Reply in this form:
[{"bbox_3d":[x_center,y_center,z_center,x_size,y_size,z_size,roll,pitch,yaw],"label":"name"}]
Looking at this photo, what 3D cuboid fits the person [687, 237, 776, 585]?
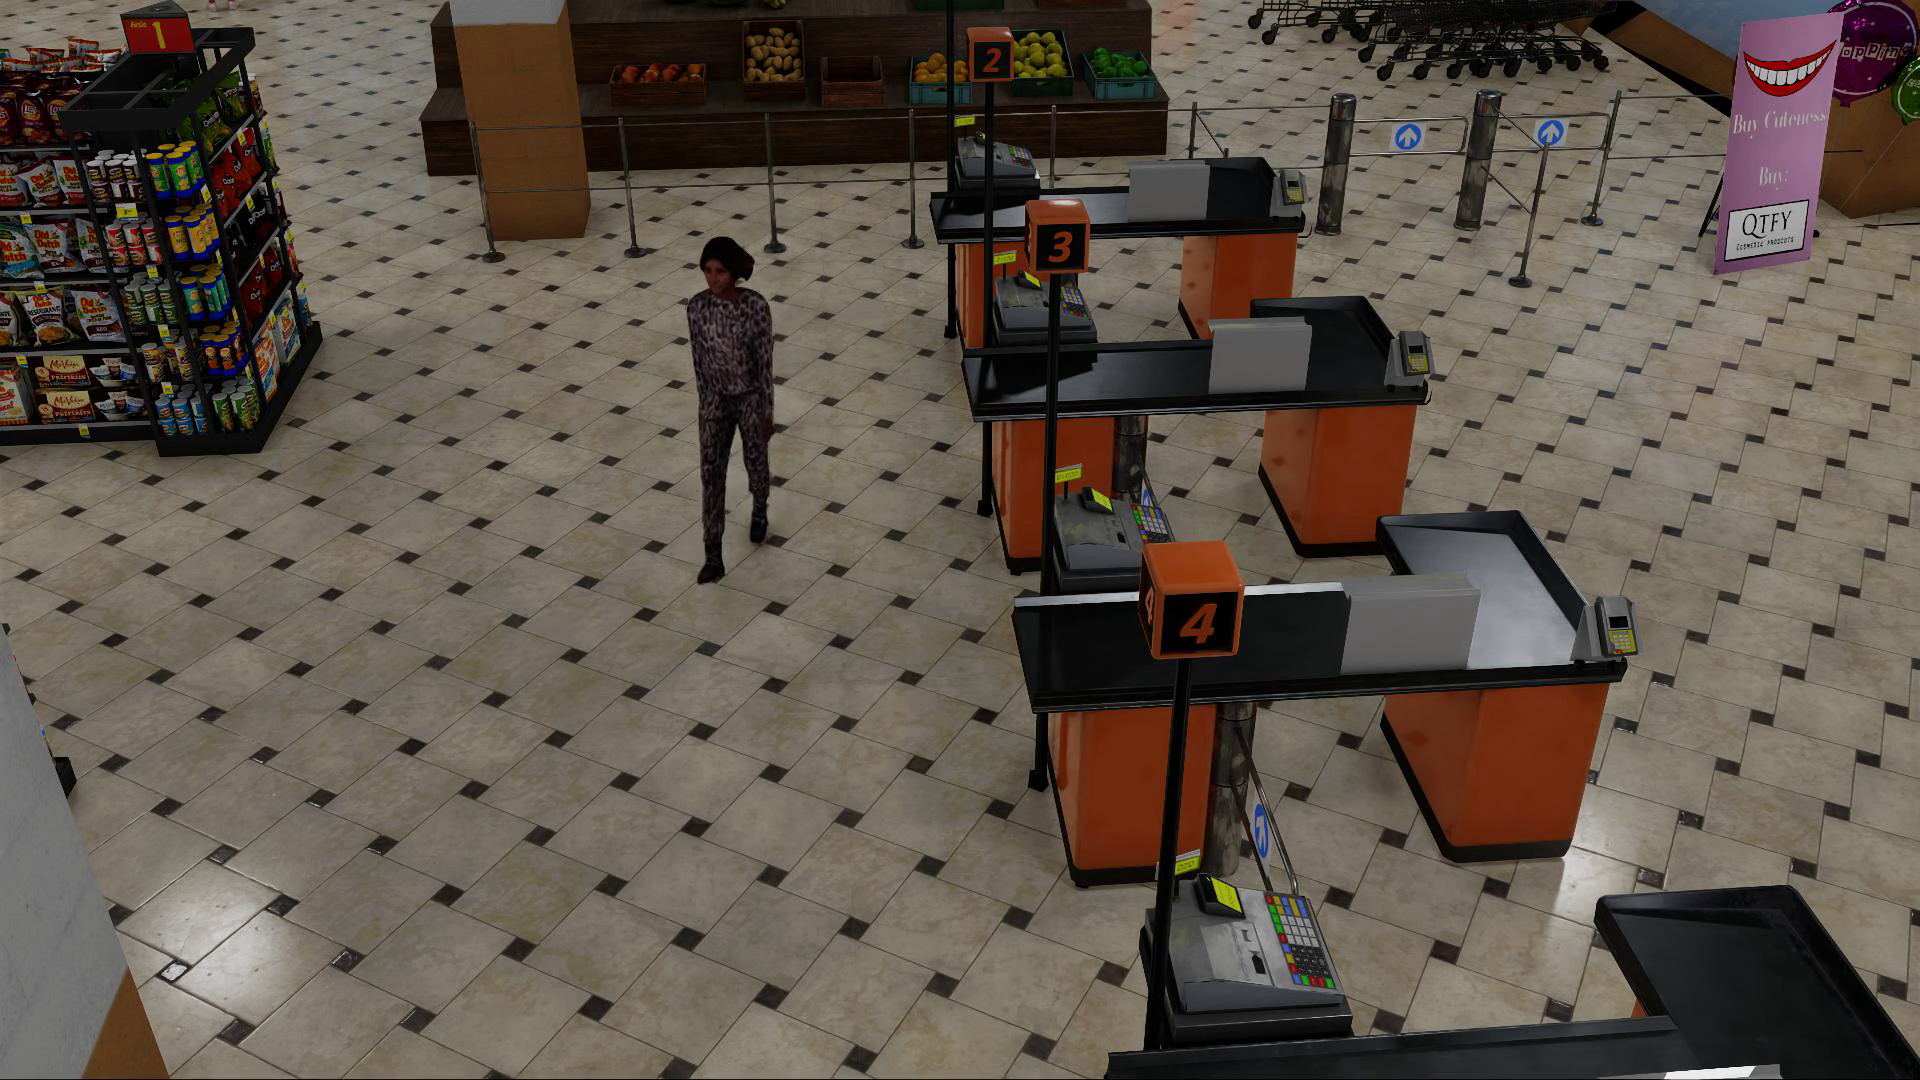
[{"bbox_3d":[-1.065,-0.694,8.184,1.022,1.682,0.807,4,32,6],"label":"person"}]
